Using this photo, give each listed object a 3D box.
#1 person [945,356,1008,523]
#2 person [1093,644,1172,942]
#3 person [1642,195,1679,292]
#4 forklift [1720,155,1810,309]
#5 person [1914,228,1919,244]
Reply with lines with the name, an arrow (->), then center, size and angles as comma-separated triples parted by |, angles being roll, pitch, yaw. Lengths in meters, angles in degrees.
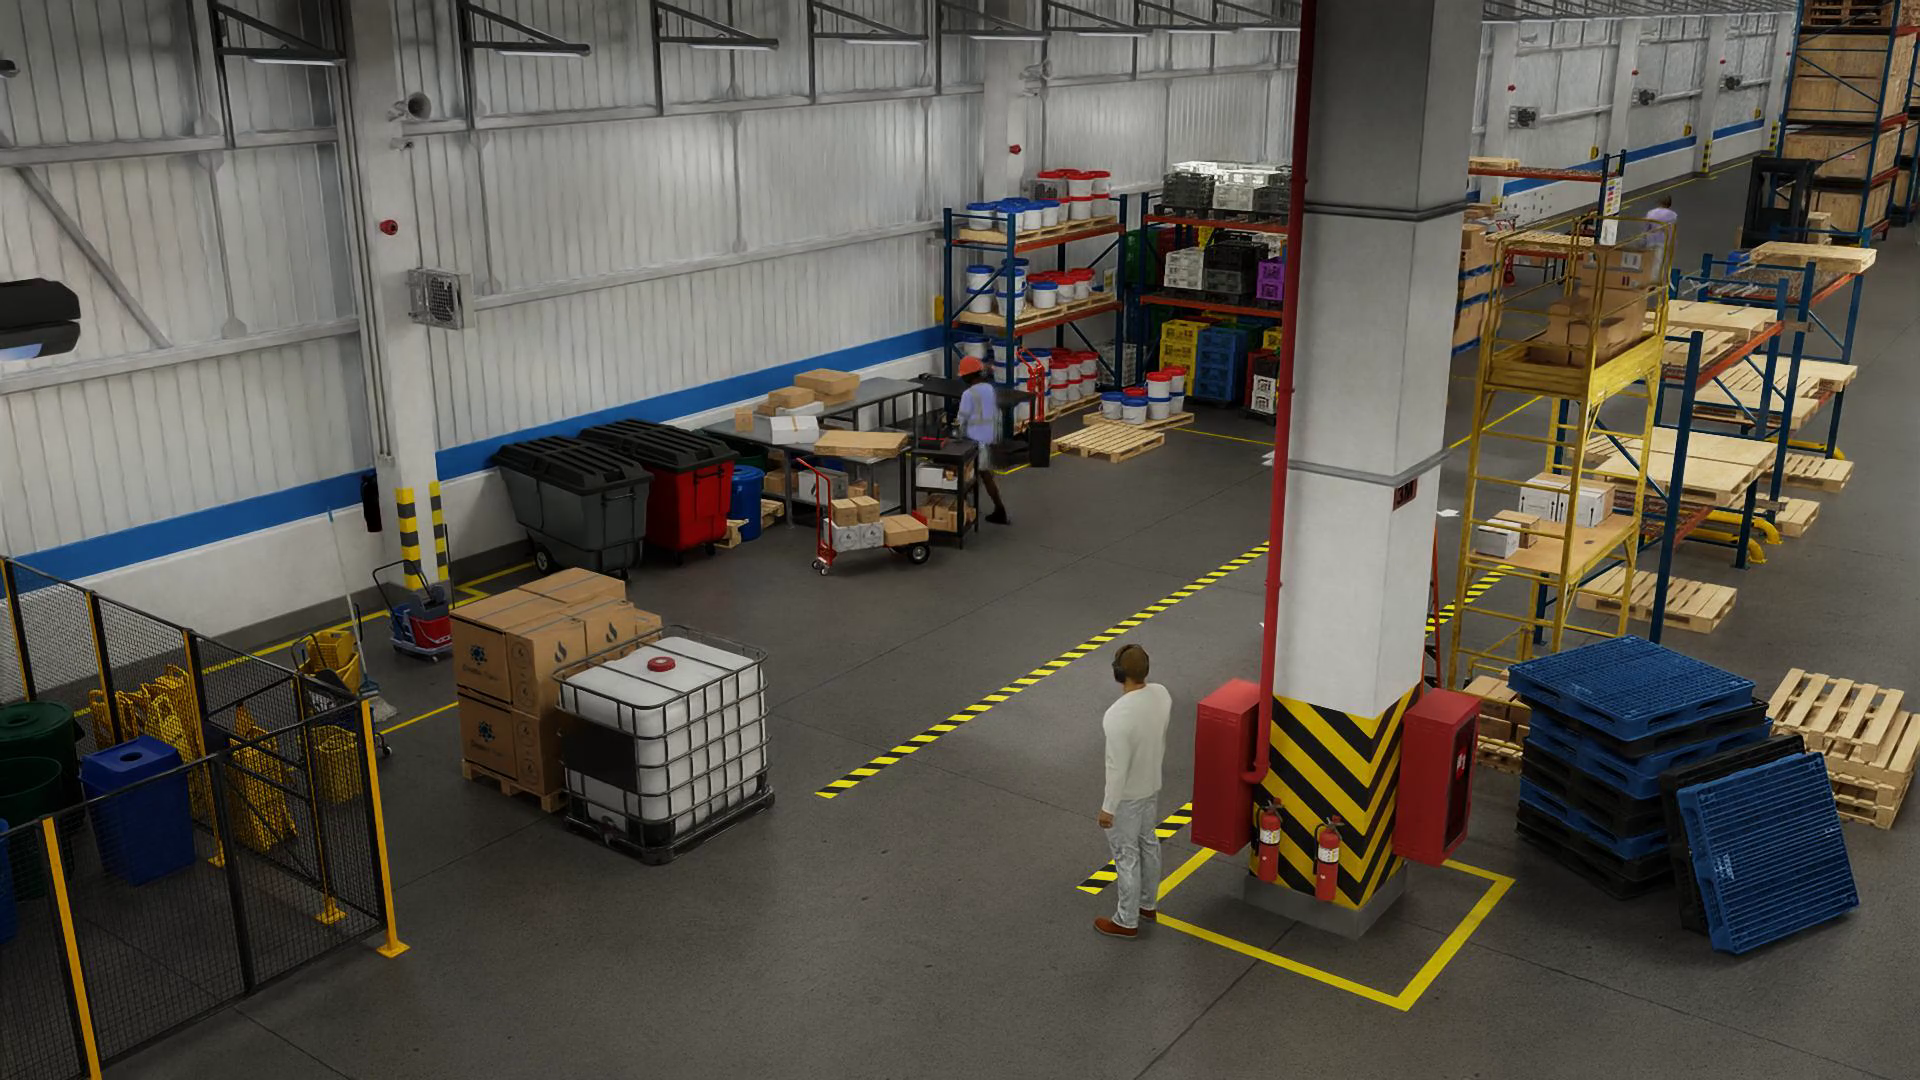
person -> 0.185, -1.137, 18.703 | 0.959, 1.875, 0.543 | 10, 20, 28
person -> 1.068, 1.559, 10.341 | 0.352, 1.936, 0.635 | 13, 22, 34
person -> 14.103, -5.960, 33.383 | 0.806, 1.910, 0.664 | -16, 24, -40
forklift -> 15.363, -5.849, 31.521 | 1.129, 2.768, 1.873 | 13, 22, 34
person -> 23.088, -7.779, 39.450 | 0.505, 1.605, 0.835 | -1, 18, -3
